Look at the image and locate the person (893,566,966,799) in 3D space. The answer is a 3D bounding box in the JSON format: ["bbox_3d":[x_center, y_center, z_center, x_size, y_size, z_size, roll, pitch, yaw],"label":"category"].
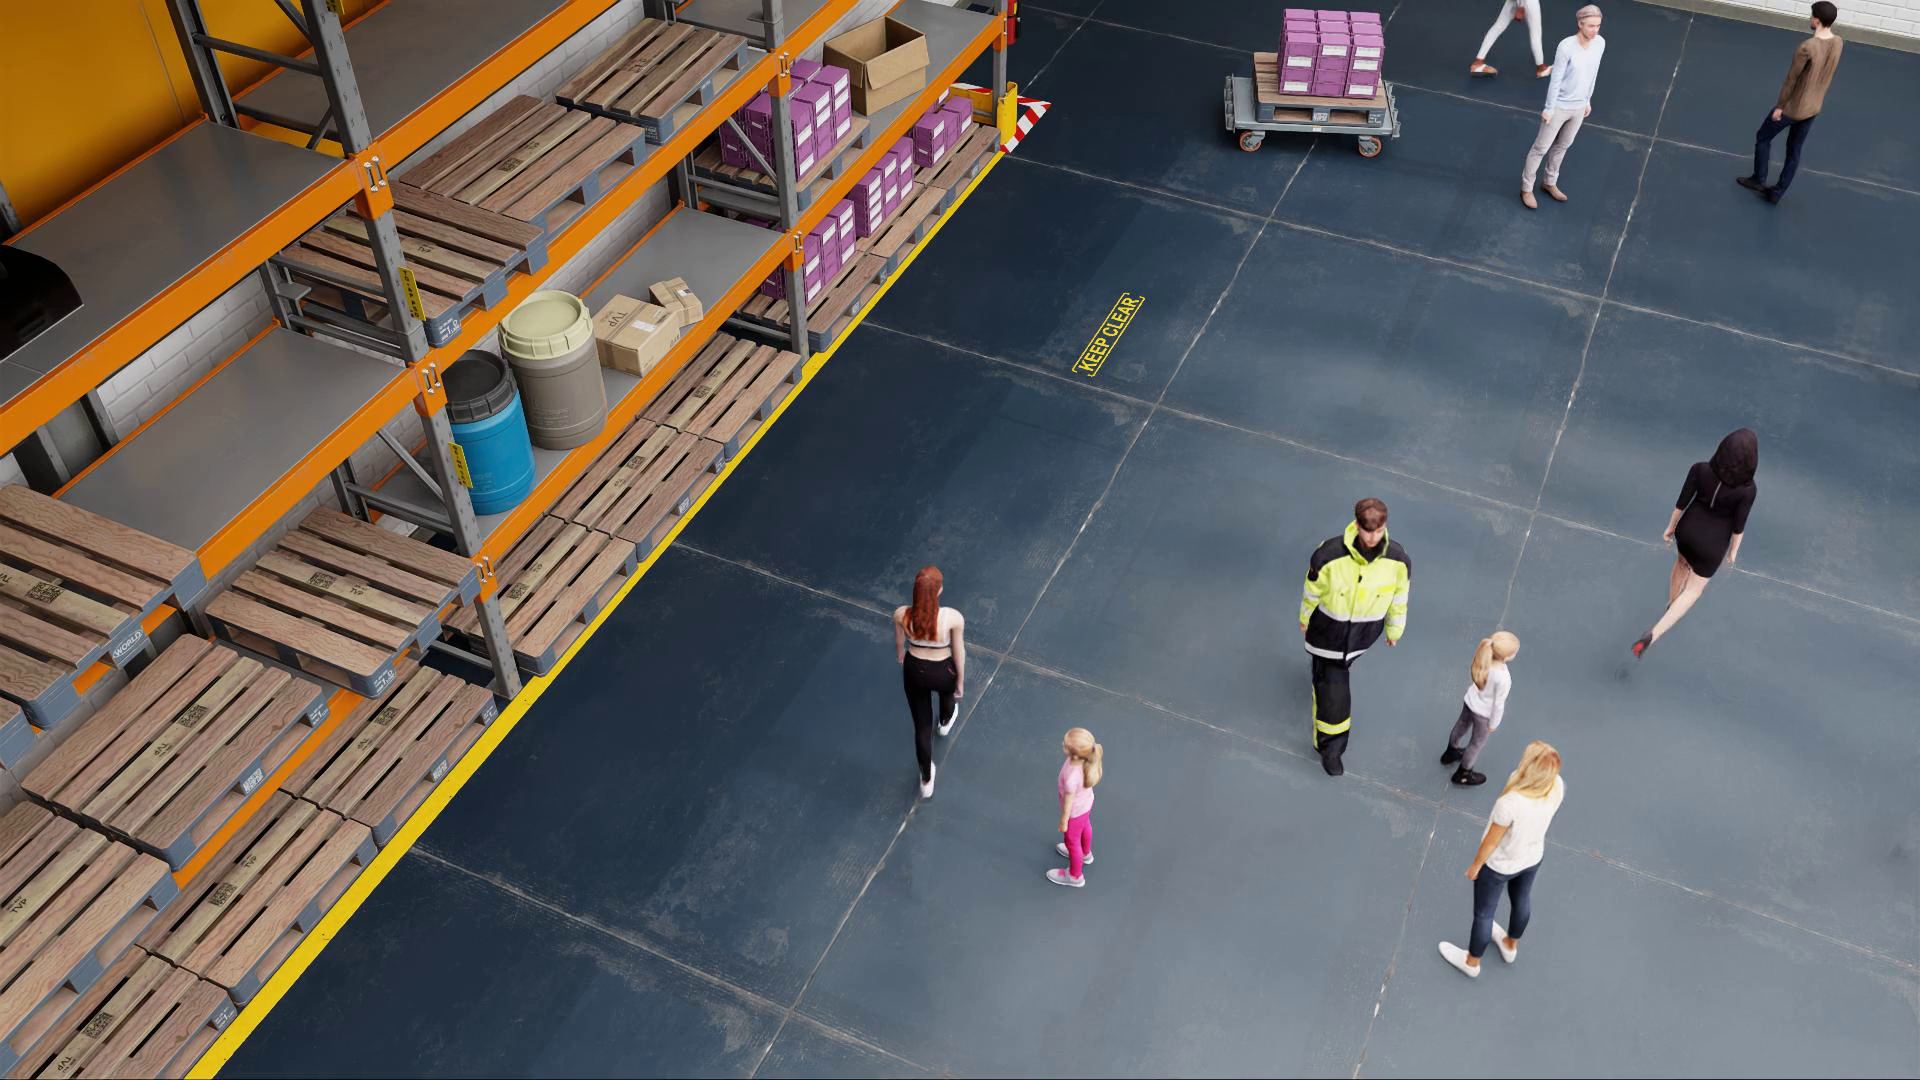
[{"bbox_3d":[-0.198,0.899,10.016,0.783,1.720,1.053,5,44,5],"label":"person"}]

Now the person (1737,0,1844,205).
[{"bbox_3d":[7.569,-3.855,14.906,0.842,1.857,0.903,-14,45,-14],"label":"person"}]

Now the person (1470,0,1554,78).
[{"bbox_3d":[5.550,-5.412,16.676,0.944,1.671,1.160,3,44,3],"label":"person"}]

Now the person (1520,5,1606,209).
[{"bbox_3d":[5.432,-3.907,14.934,0.742,1.894,0.810,-15,46,-16],"label":"person"}]

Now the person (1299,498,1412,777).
[{"bbox_3d":[2.400,0.436,10.344,1.181,1.937,1.374,-3,44,-3],"label":"person"}]

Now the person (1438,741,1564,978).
[{"bbox_3d":[3.019,1.748,9.064,0.667,1.803,0.747,-19,47,-19],"label":"person"}]

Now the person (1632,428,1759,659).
[{"bbox_3d":[4.787,0.065,10.847,1.160,1.780,0.897,-32,52,-29],"label":"person"}]

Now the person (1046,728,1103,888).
[{"bbox_3d":[0.688,1.532,9.677,0.543,1.270,0.429,15,46,15],"label":"person"}]

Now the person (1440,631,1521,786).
[{"bbox_3d":[3.194,1.020,10.209,0.632,1.277,0.562,-9,44,-10],"label":"person"}]
